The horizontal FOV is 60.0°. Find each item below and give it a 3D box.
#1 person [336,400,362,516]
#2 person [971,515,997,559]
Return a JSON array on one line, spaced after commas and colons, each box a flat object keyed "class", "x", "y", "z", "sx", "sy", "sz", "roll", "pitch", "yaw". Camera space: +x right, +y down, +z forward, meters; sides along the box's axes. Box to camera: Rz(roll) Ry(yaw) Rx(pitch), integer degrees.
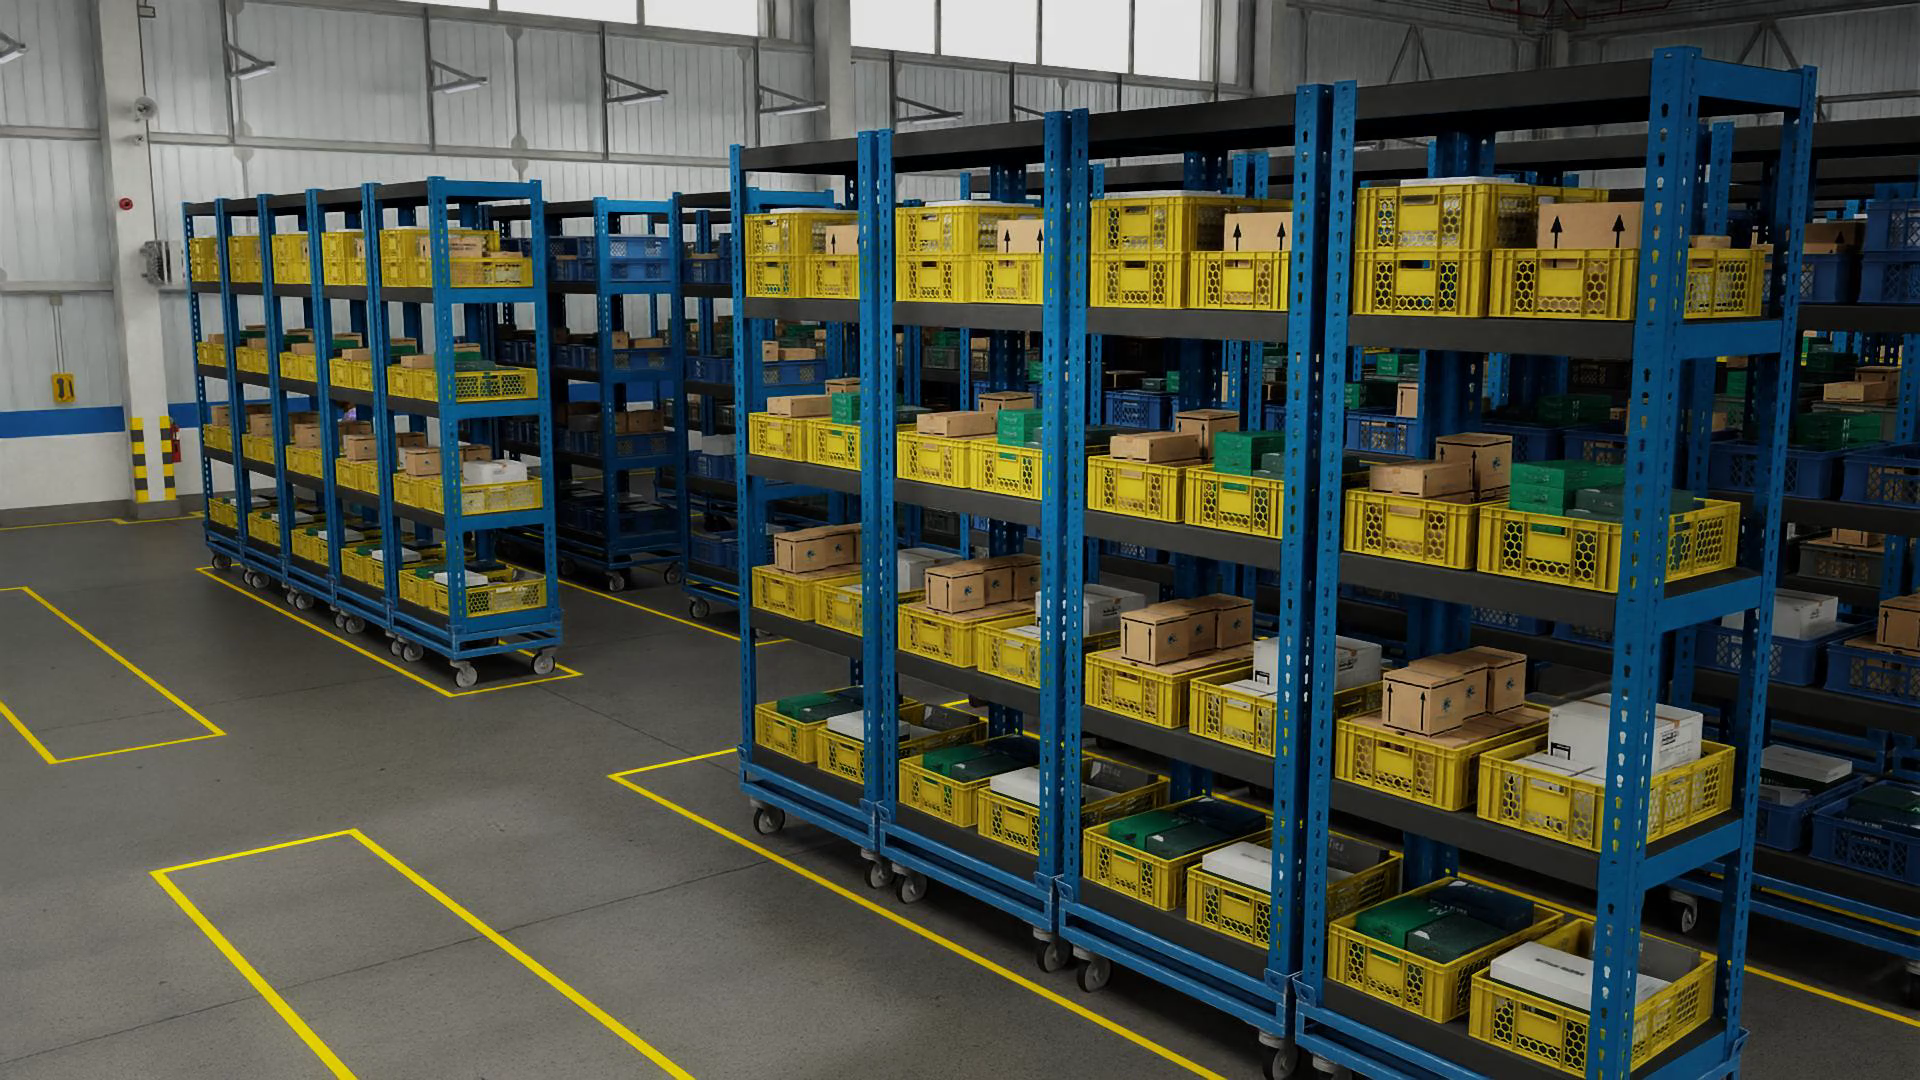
[{"class": "person", "x": -6.121, "y": -0.684, "z": 16.860, "sx": 0.388, "sy": 1.837, "sz": 0.560, "roll": -3, "pitch": 10, "yaw": -18}, {"class": "person", "x": 0.303, "y": -0.042, "z": 12.974, "sx": 0.589, "sy": 1.837, "sz": 0.404, "roll": -3, "pitch": 10, "yaw": -19}]
